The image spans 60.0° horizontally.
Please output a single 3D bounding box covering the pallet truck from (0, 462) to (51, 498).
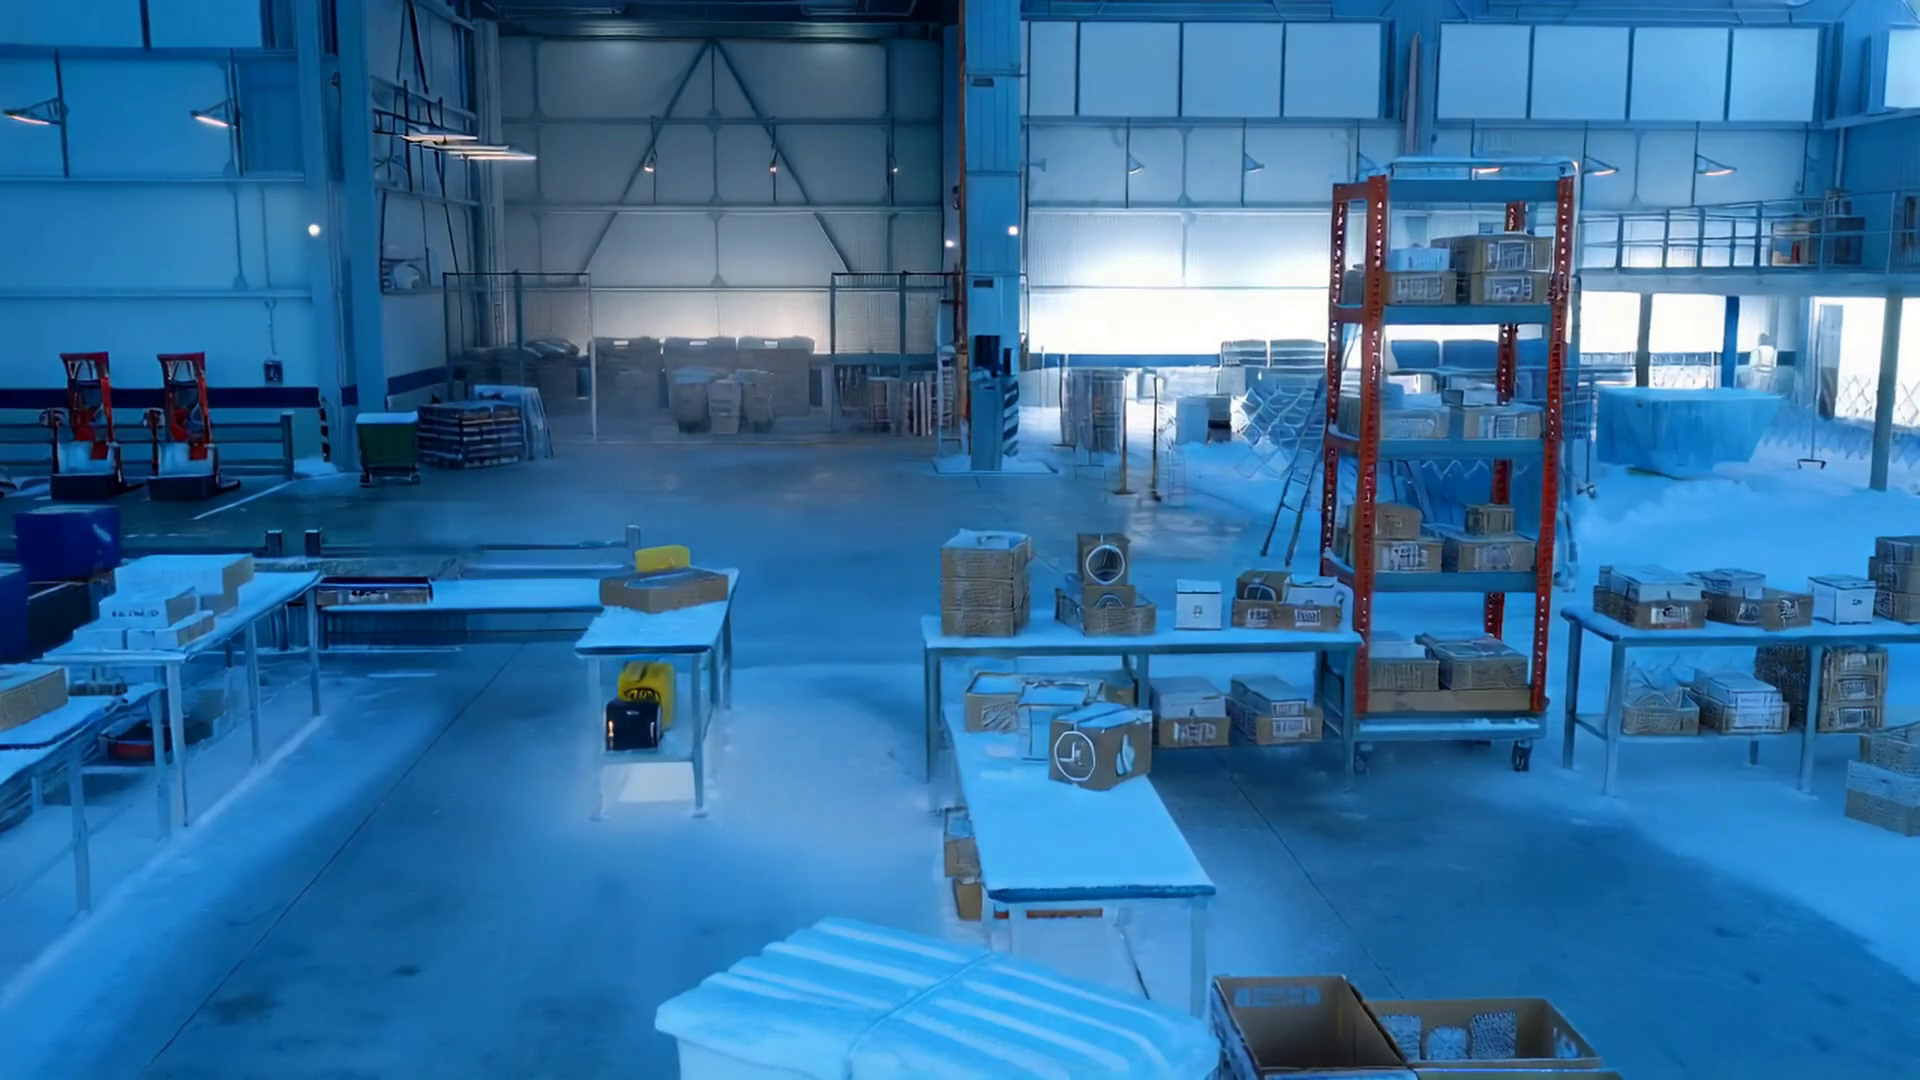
[{"bbox_3d":[-13.193,-1.293,23.148,0.653,1.274,1.630,-1,9,-4],"label":"pallet truck"}]

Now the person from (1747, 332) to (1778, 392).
[{"bbox_3d":[16.772,-3.403,34.707,0.584,1.853,0.906,-1,9,-6],"label":"person"}]

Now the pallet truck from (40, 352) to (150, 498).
[{"bbox_3d":[-11.907,-1.642,23.165,0.823,1.965,1.885,0,9,0],"label":"pallet truck"}]

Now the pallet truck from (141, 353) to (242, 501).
[{"bbox_3d":[-10.520,-1.604,22.925,0.823,1.965,1.885,-1,9,-6],"label":"pallet truck"}]
